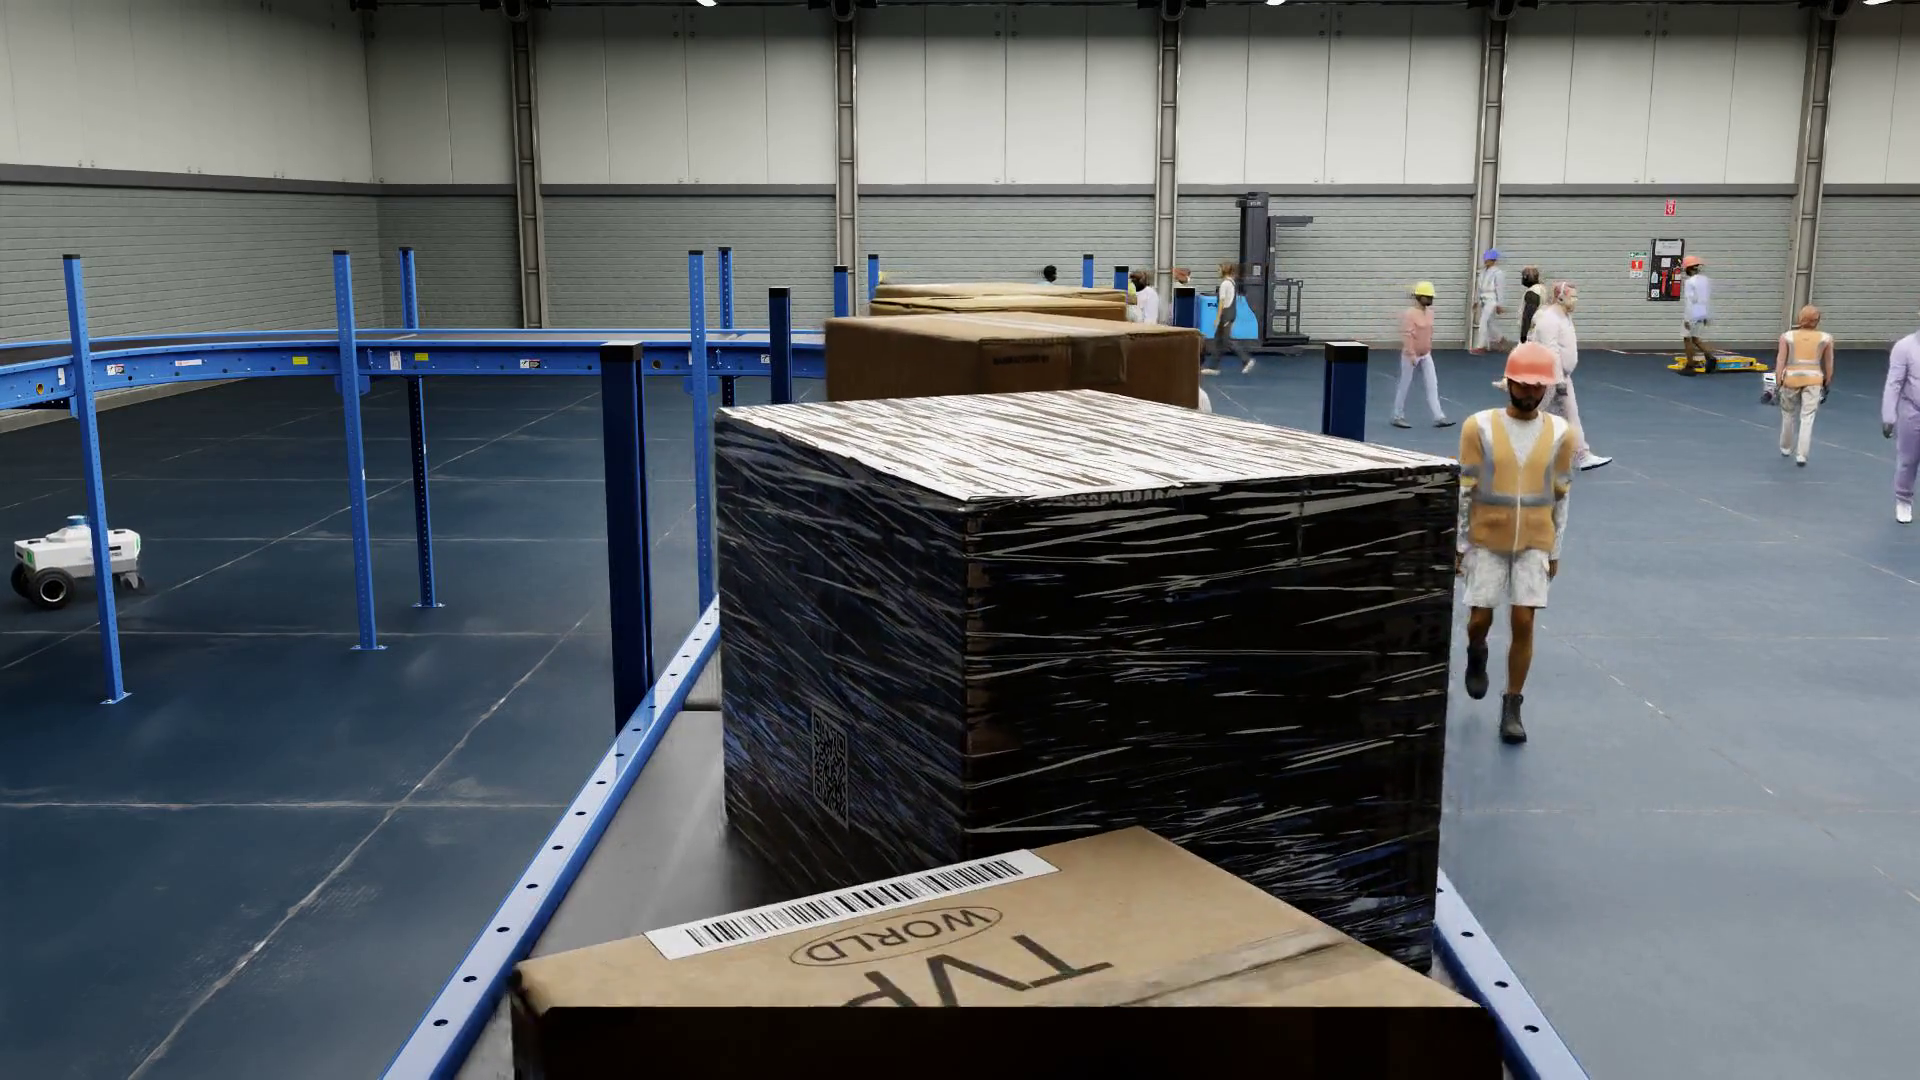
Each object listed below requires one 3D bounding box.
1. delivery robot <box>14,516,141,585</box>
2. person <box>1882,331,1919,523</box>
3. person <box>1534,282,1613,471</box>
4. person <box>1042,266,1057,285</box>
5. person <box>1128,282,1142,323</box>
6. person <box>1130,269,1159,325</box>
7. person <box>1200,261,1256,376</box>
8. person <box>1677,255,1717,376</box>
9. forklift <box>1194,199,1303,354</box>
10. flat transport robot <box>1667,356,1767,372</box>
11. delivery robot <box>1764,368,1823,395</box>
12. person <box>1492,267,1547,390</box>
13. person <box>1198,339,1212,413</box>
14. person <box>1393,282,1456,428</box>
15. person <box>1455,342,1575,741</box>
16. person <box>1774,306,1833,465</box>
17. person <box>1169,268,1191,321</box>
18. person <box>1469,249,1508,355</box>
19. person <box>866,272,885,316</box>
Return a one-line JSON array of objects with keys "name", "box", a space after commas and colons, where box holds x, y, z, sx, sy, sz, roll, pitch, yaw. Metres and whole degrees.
[{"name": "delivery robot", "box": [-5.825, 0.082, 11.000, 0.707, 0.478, 0.477, -10, 15, -41]}, {"name": "person", "box": [7.786, -1.006, 13.389, 0.662, 1.861, 1.005, 4, 12, 21]}, {"name": "person", "box": [5.919, -1.589, 16.351, 0.975, 1.854, 0.659, 9, 14, 37]}, {"name": "person", "box": [1.596, -3.804, 28.191, 0.709, 1.668, 0.558, -4, 12, -19]}, {"name": "person", "box": [2.041, -2.354, 20.701, 0.898, 1.699, 0.487, -8, 14, -36]}, {"name": "person", "box": [2.499, -2.809, 22.813, 0.960, 1.797, 0.637, -7, 13, -30]}, {"name": "person", "box": [4.268, -3.497, 26.274, 0.838, 1.822, 0.521, 4, 12, 19]}, {"name": "person", "box": [11.623, -3.540, 26.252, 0.585, 1.908, 0.600, -7, 13, -33]}, {"name": "forklift", "box": [5.313, -4.851, 30.603, 1.873, 2.768, 1.129, 0, 11, 1]}, {"name": "flat transport robot", "box": [12.412, -2.891, 27.255, 1.431, 0.197, 0.652, -4, 12, -17]}, {"name": "delivery robot", "box": [11.253, -2.150, 22.472, 0.707, 0.478, 0.477, -1, 11, -8]}, {"name": "person", "box": [8.230, -3.020, 23.929, 0.956, 1.791, 0.653, 5, 12, 23]}, {"name": "person", "box": [1.240, -0.218, 9.313, 0.326, 1.861, 0.518, 1, 11, 4]}, {"name": "person", "box": [5.497, -2.165, 19.662, 0.529, 1.734, 0.844, -7, 13, -32]}, {"name": "person", "box": [2.678, -0.017, 8.131, 0.565, 1.918, 0.631, 1, 11, 8]}, {"name": "person", "box": [8.650, -1.591, 17.066, 0.537, 1.590, 0.872, 5, 12, 24]}, {"name": "person", "box": [3.825, -4.082, 29.851, 0.601, 1.597, 0.523, 3, 11, 13]}, {"name": "person", "box": [9.722, -4.356, 30.436, 0.837, 1.919, 0.612, -3, 11, -15]}, {"name": "person", "box": [-1.121, -3.019, 24.009, 0.713, 1.746, 0.528, -3, 11, -13]}]
